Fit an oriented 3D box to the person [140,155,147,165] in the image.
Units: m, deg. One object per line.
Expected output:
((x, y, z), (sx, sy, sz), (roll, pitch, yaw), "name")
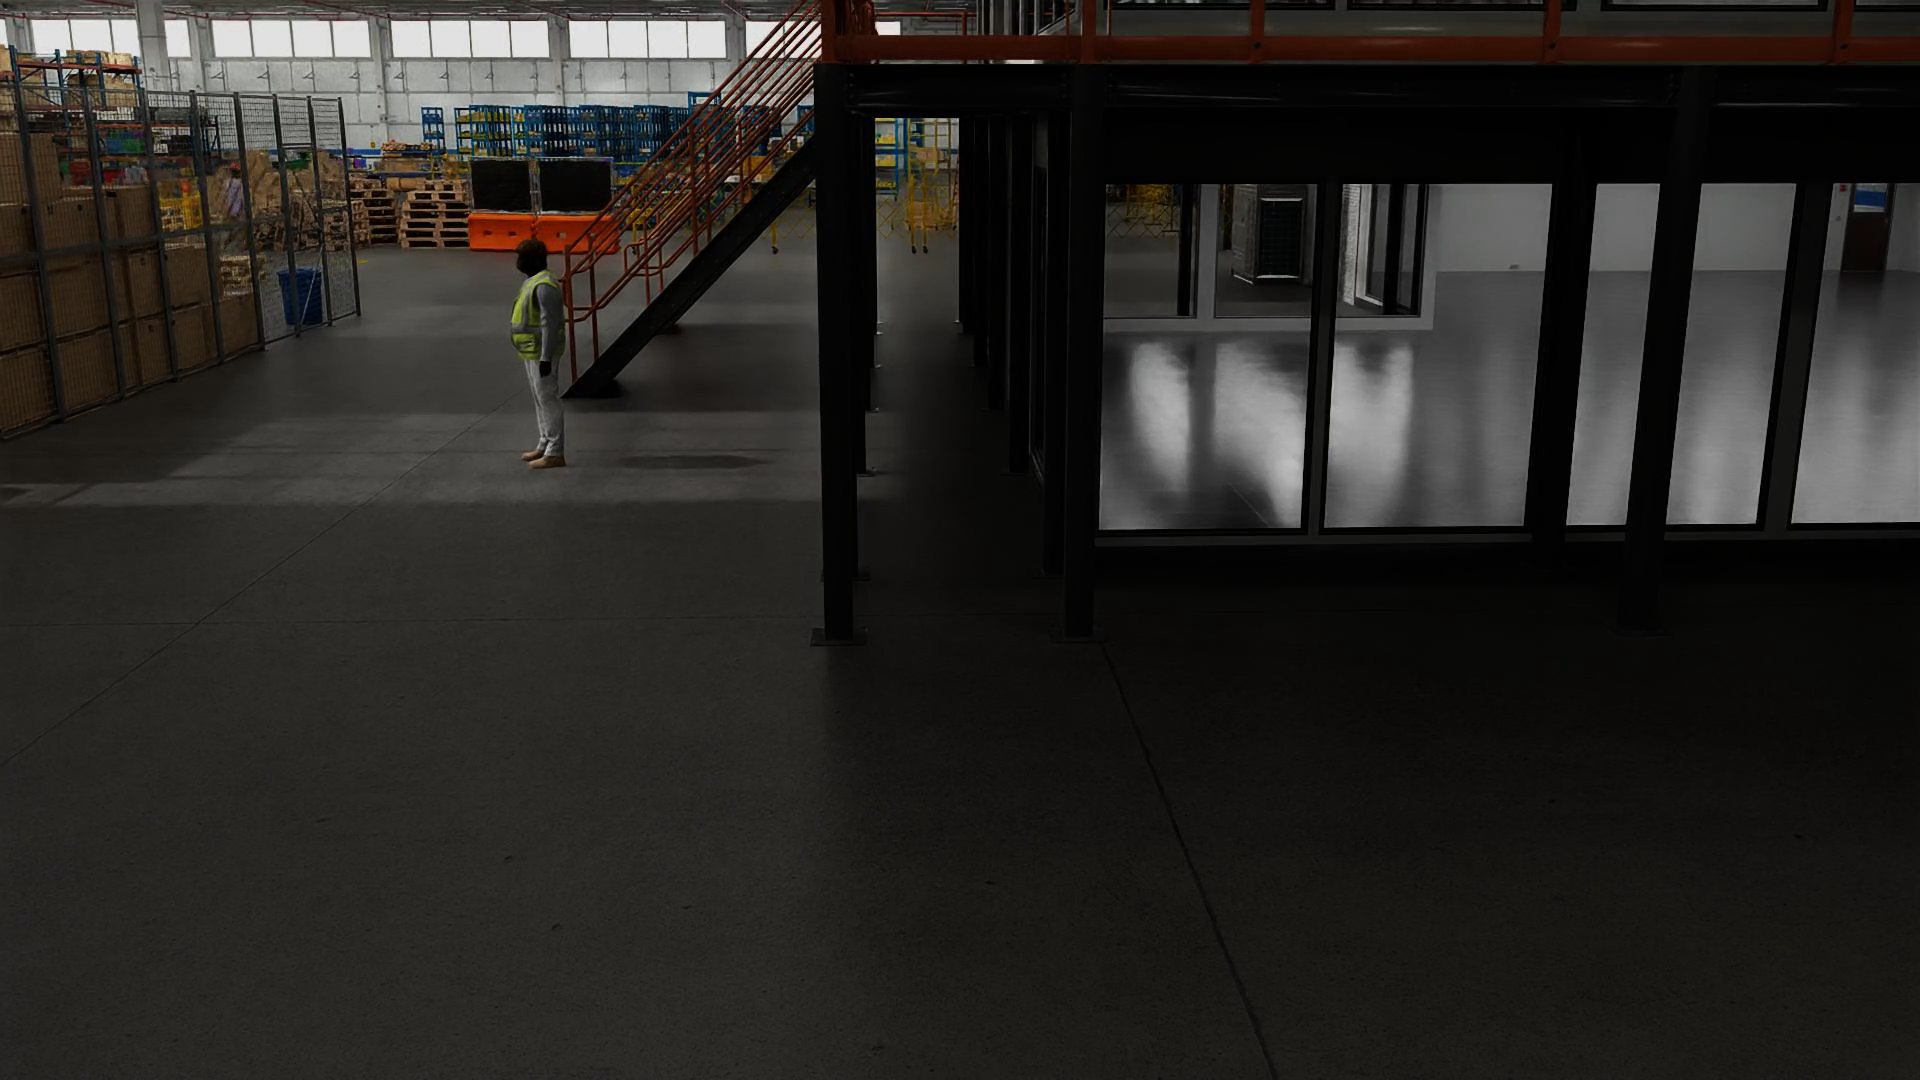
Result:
((-35.071, -16.051, 71.443), (0.640, 1.922, 0.593), (3, 14, 12), "person")

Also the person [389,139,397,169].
((-27.960, -18.773, 82.159), (0.625, 1.992, 0.386), (13, 19, 41), "person")

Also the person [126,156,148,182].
((-24.095, -10.323, 48.756), (0.606, 1.820, 0.487), (-1, 14, -3), "person")

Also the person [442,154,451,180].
((-17.130, -12.011, 55.603), (0.317, 1.766, 0.535), (-2, 14, -9), "person")

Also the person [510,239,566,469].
((-3.407, -1.504, 13.452), (0.429, 1.842, 0.637), (-6, 15, -22), "person")

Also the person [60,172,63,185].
((-17.719, -6.375, 32.897), (0.328, 1.861, 0.500), (-13, 19, -42), "person")

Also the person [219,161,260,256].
((-14.757, -6.695, 33.875), (0.935, 2.013, 0.612), (-10, 17, -34), "person")

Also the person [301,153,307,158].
((-25.200, -14.053, 63.994), (0.539, 1.637, 0.854), (4, 14, 14), "person")

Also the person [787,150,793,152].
((-7.521, -16.736, 74.199), (0.409, 1.907, 0.651), (3, 14, 12), "person")

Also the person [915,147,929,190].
((-1.626, -15.767, 70.530), (0.718, 1.809, 0.600), (9, 17, 33), "person")

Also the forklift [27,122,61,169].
((-35.376, -14.773, 64.377), (1.129, 2.768, 1.873), (-1, 14, -2), "forklift")
